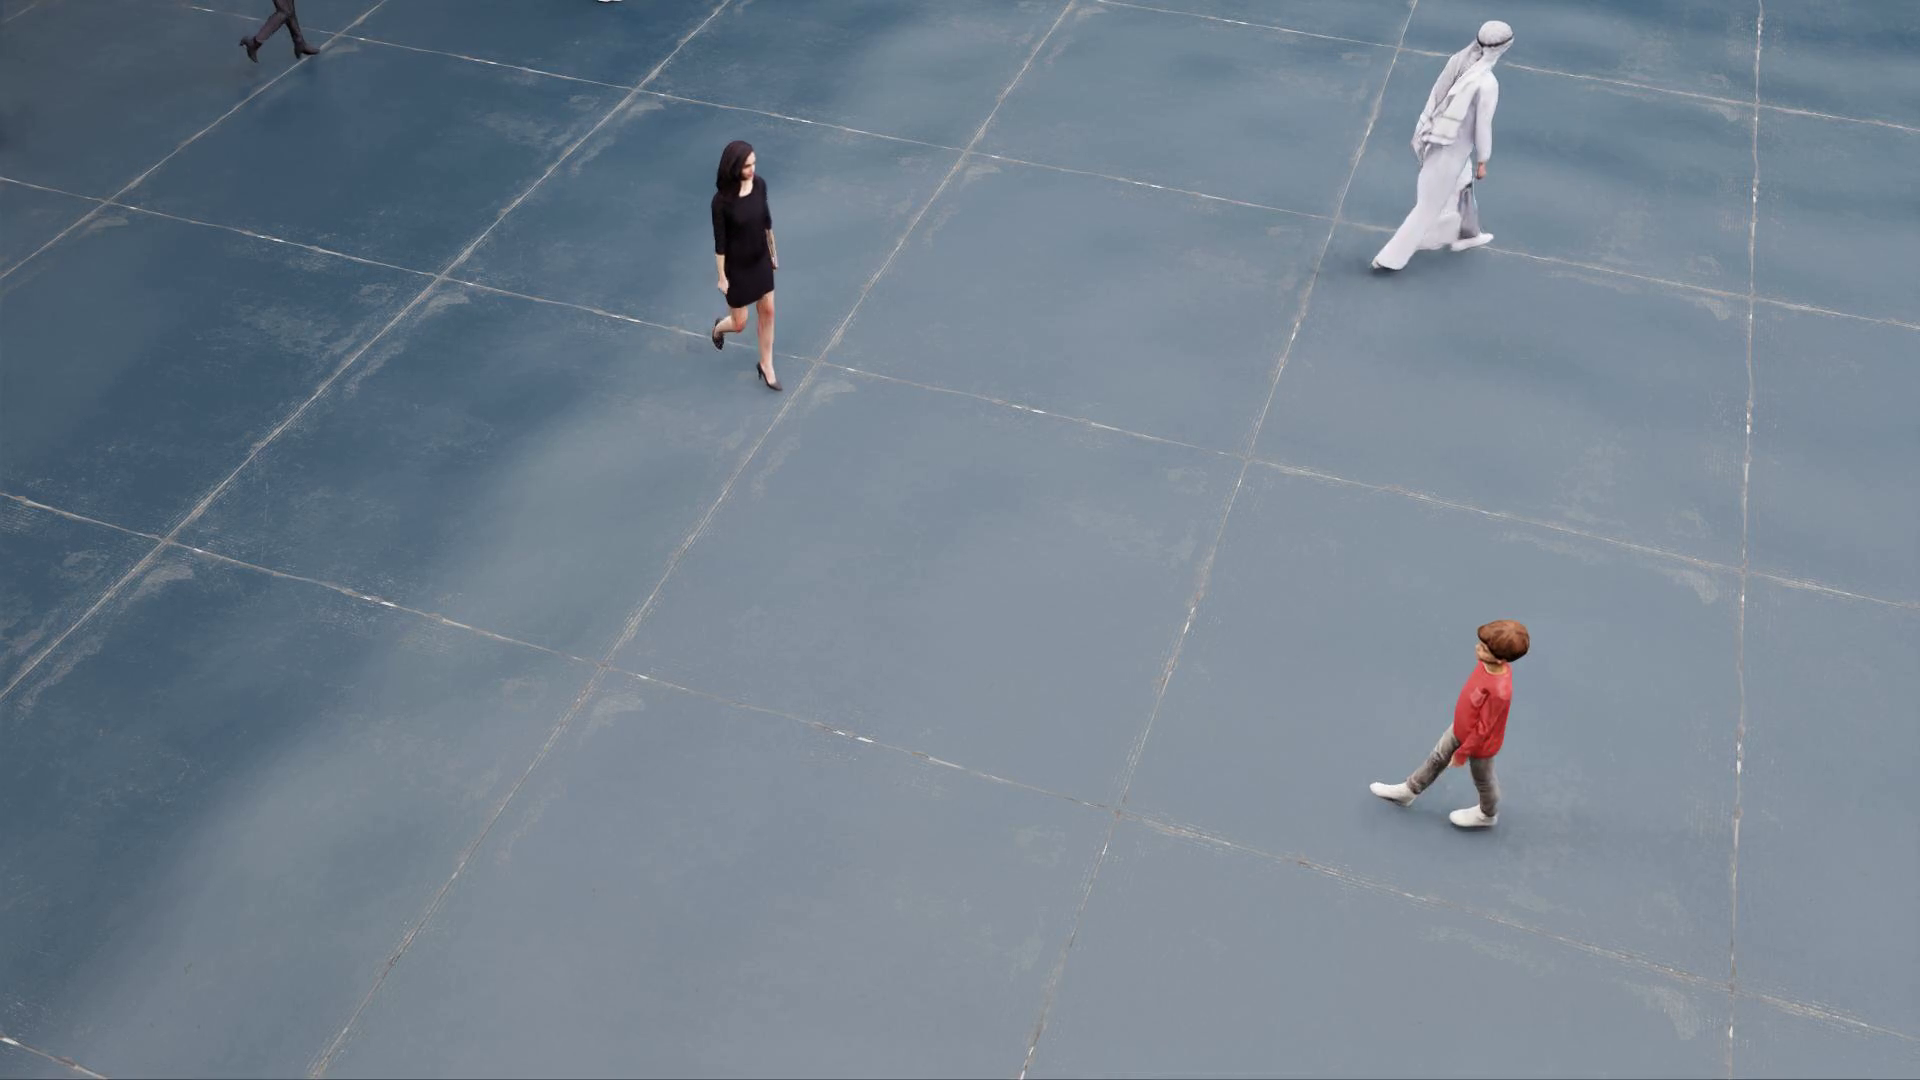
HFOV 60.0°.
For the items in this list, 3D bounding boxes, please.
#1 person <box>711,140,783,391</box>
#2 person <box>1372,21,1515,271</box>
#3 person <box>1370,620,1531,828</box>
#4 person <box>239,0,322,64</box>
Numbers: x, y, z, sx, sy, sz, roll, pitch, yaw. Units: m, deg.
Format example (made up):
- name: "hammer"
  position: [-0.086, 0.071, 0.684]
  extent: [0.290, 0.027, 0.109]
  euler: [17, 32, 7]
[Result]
- name: "person"
  position: [-1.412, -1.755, 10.638]
  extent: [0.821, 1.791, 0.948]
  euler: [-33, 52, -30]
- name: "person"
  position: [3.297, -2.694, 11.582]
  extent: [1.299, 1.877, 1.137]
  euler: [-14, 45, -15]
- name: "person"
  position: [2.584, 0.931, 8.055]
  extent: [0.935, 1.392, 0.694]
  euler: [3, 43, 3]
- name: "person"
  position: [-5.858, -4.731, 13.986]
  extent: [0.937, 1.573, 0.925]
  euler: [-26, 49, -25]
